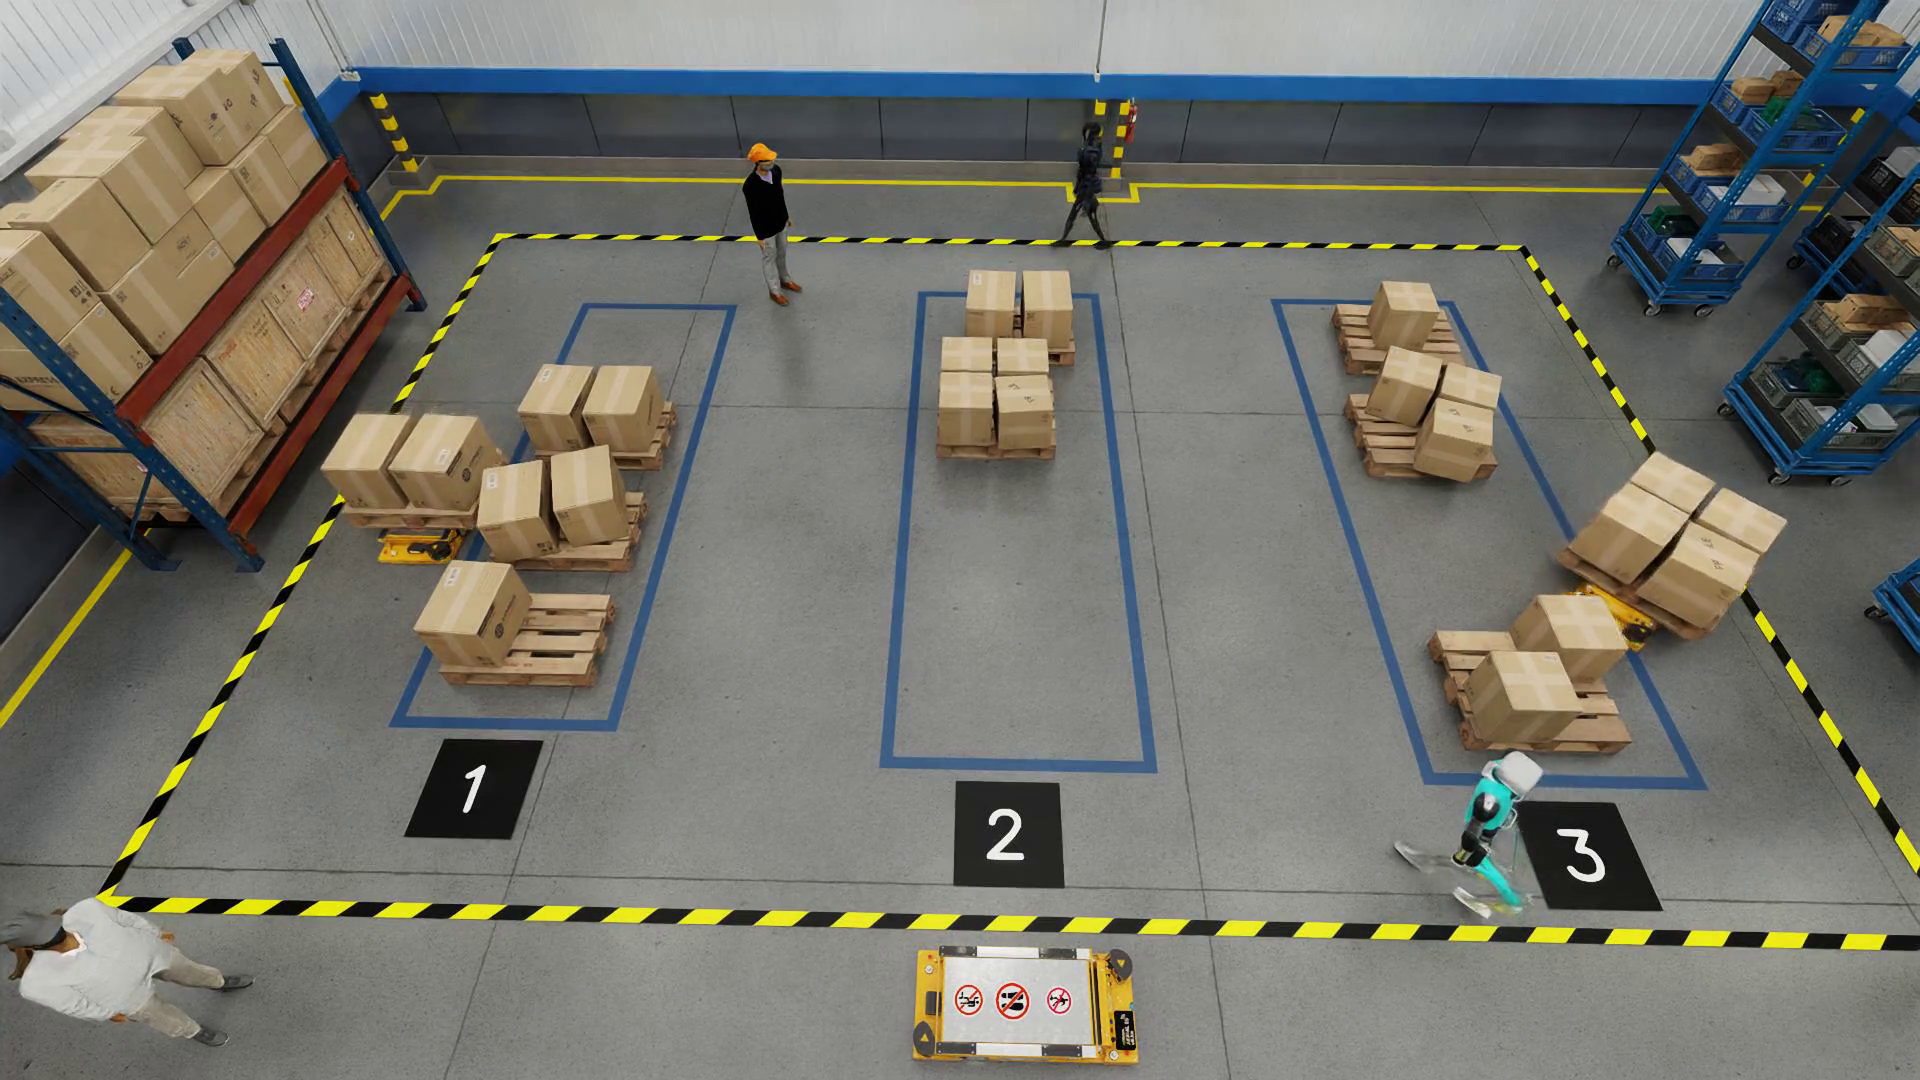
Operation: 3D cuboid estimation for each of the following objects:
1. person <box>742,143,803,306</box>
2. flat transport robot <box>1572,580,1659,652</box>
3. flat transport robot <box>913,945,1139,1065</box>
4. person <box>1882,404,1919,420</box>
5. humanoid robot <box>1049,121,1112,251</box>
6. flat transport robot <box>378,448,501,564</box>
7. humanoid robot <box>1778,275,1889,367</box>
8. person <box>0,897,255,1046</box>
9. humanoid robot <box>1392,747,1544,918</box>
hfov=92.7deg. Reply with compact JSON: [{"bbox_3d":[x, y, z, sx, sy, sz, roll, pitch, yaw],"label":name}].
[{"bbox_3d":[-2.119,-3.551,10.339,0.356,1.884,0.589,23,54,17],"label":"person"},{"bbox_3d":[6.071,0.347,8.185,1.431,0.197,0.652,-35,59,-25],"label":"flat transport robot"},{"bbox_3d":[0.422,3.041,6.007,1.431,0.231,0.659,1,51,1],"label":"flat transport robot"},{"bbox_3d":[9.343,-1.600,8.738,0.651,1.907,0.752,22,54,17],"label":"person"},{"bbox_3d":[1.541,-4.214,11.051,0.792,1.639,0.583,-8,51,-6],"label":"humanoid robot"},{"bbox_3d":[-4.981,-0.387,8.784,0.652,0.197,1.431,1,51,1],"label":"flat transport robot"},{"bbox_3d":[9.233,-2.234,9.412,0.611,1.629,0.710,-1,51,-1],"label":"humanoid robot"},{"bbox_3d":[-4.943,2.563,5.428,0.400,1.769,0.560,1,51,1],"label":"person"},{"bbox_3d":[3.484,2.002,5.908,0.952,1.746,0.537,36,59,26],"label":"humanoid robot"}]
